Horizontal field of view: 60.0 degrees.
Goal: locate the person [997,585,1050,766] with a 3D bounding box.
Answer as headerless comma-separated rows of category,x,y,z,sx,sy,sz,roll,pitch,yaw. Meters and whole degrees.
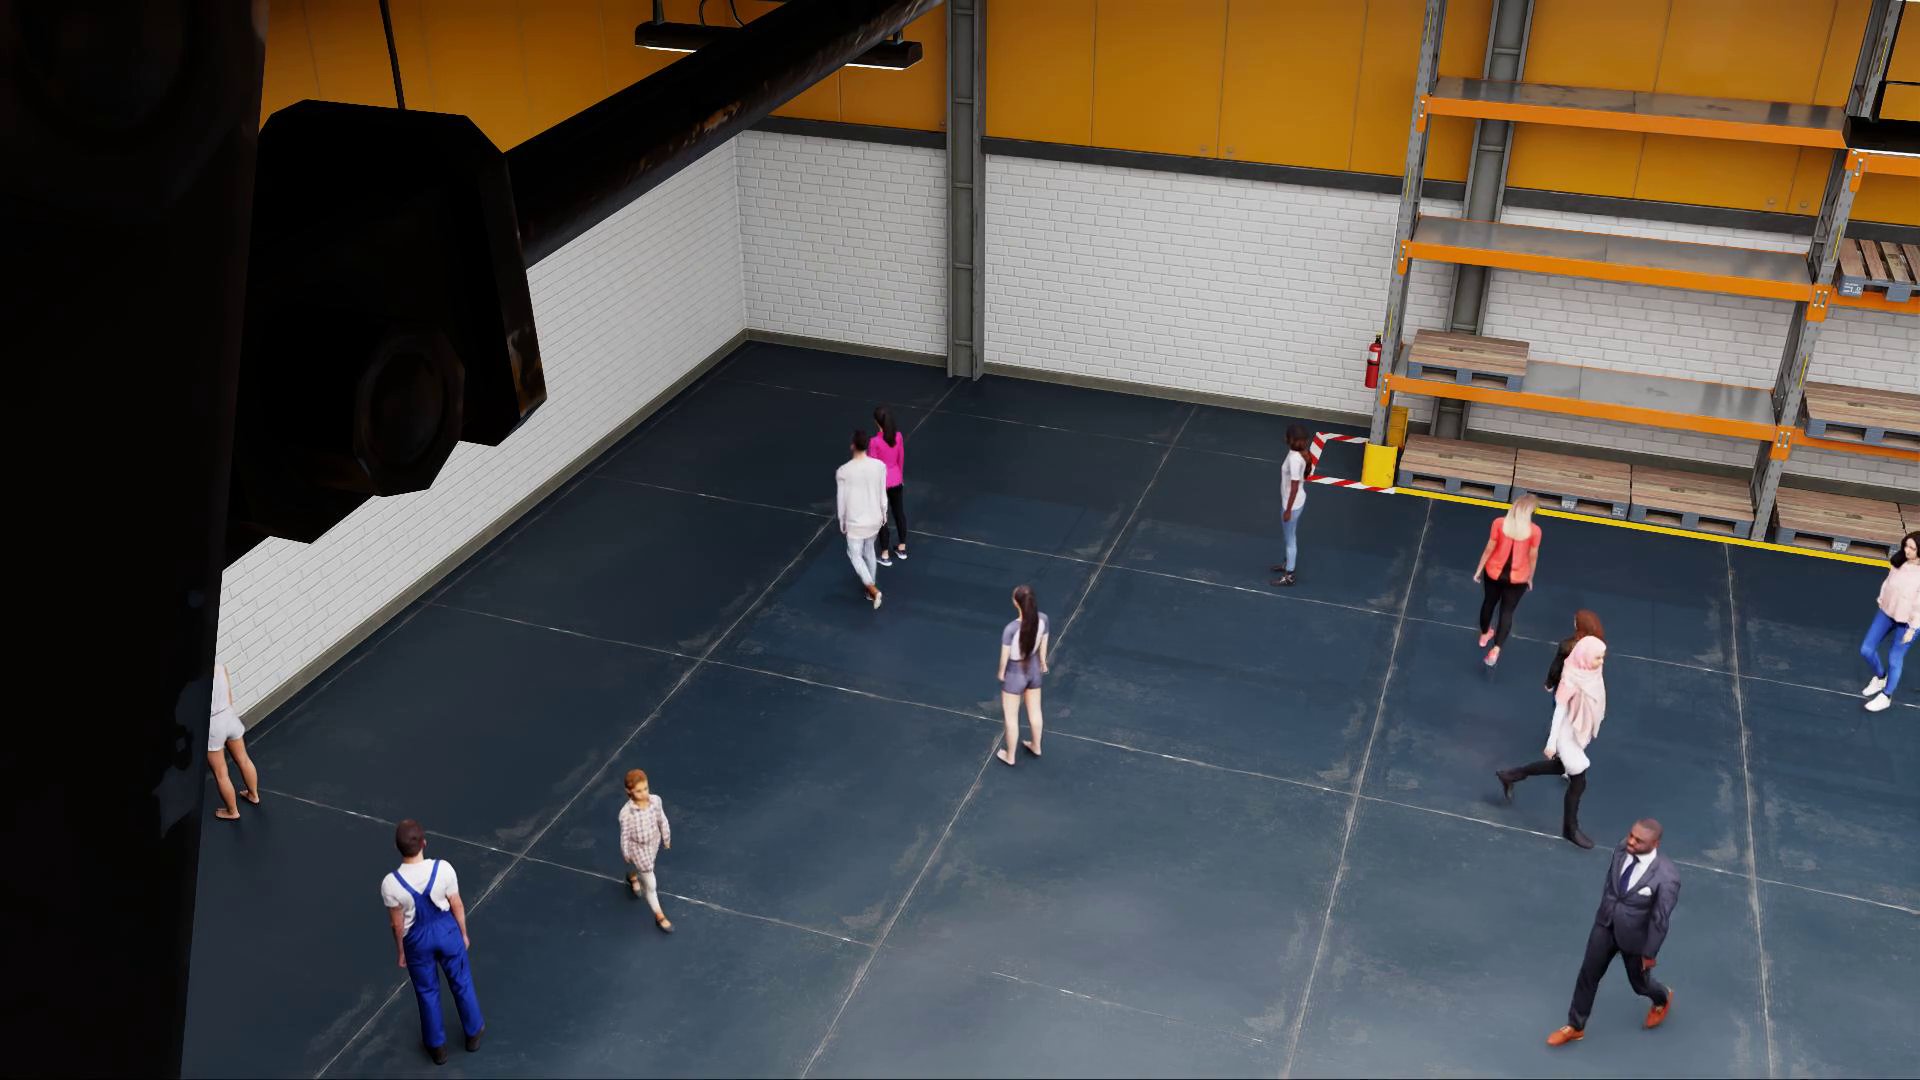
person,0.532,1.105,13.683,0.674,1.647,0.709,-16,33,-27

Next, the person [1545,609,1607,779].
person,5.022,1.273,13.579,0.967,1.451,0.862,-2,29,-4

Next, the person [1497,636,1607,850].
person,4.627,1.490,12.845,0.975,1.773,1.226,-24,37,-37

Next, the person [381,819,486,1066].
person,-3.416,2.592,10.745,0.716,1.849,0.786,-11,30,-19

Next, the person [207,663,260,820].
person,-5.837,1.460,13.055,0.509,1.626,0.581,13,31,22

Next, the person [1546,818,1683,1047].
person,4.425,2.551,10.878,1.243,1.795,1.193,-13,31,-23

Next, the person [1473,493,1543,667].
person,4.920,0.384,14.984,0.973,1.666,0.785,11,31,20

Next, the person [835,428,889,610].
person,-0.888,-0.157,15.820,1.020,1.816,1.067,-11,30,-19

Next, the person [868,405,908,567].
person,-0.729,-0.559,16.679,0.680,1.699,0.704,-22,35,-34

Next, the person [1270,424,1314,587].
person,3.253,-0.357,16.284,0.551,1.721,0.602,7,29,12

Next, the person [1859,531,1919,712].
person,8.163,0.692,14.329,0.859,1.753,0.803,-11,31,-20

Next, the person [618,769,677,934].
person,-2.325,2.186,12.079,0.816,1.285,1.009,-23,36,-36
